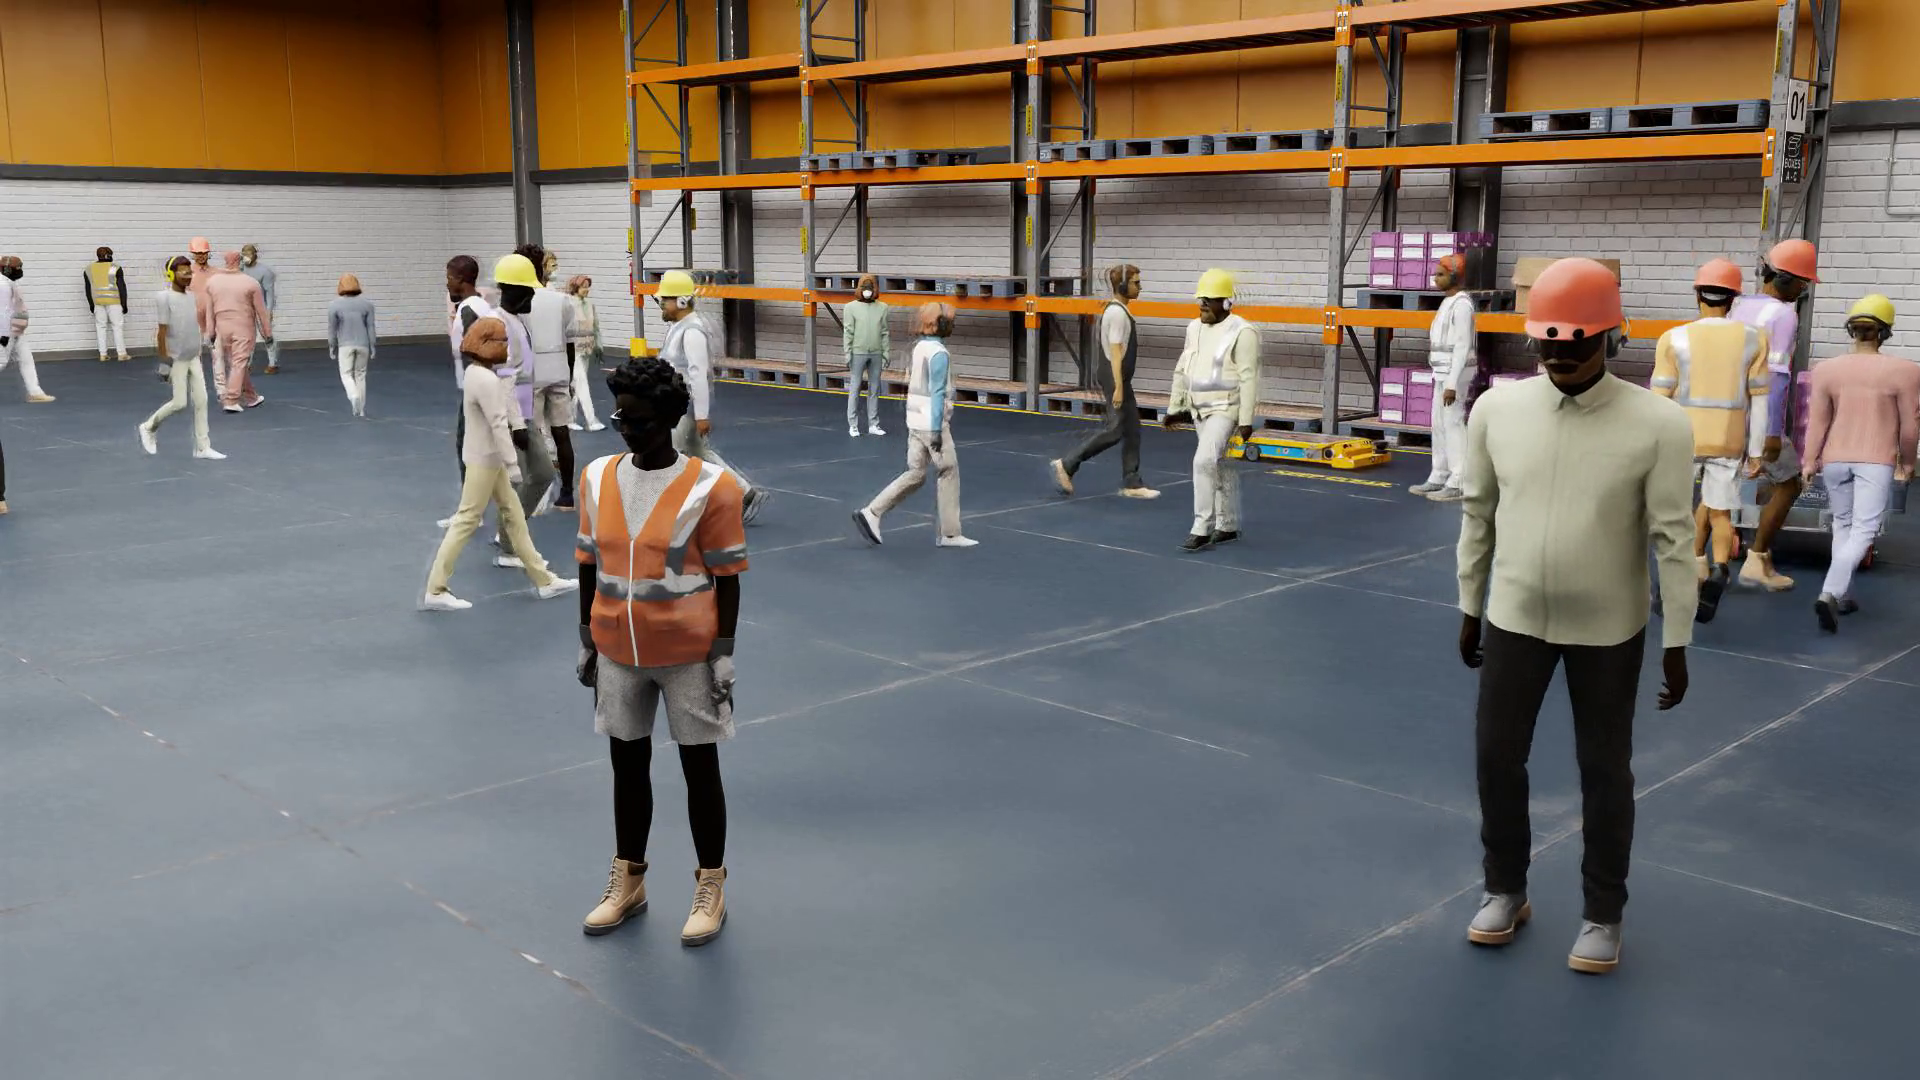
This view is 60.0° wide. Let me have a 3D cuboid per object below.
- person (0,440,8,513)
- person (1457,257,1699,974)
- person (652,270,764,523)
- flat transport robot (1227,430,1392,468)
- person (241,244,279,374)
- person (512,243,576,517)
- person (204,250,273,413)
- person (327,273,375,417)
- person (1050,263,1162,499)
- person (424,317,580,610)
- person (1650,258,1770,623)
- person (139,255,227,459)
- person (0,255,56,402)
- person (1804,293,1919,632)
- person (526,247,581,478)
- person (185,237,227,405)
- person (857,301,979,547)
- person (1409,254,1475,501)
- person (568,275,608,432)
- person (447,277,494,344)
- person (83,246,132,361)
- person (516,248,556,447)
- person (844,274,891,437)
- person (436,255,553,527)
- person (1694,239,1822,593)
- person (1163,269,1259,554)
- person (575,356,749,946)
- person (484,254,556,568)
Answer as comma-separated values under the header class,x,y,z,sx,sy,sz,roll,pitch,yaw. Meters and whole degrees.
class,x,y,z,sx,sy,sz,roll,pitch,yaw
person,-7.167,-1.152,11.824,0.535,2.000,0.687,0,10,0
person,1.651,0.224,4.536,0.655,1.967,0.494,7,12,32
person,-1.782,-0.934,11.336,0.850,1.804,0.611,-3,11,-16
flat transport robot,3.064,-0.830,14.899,1.431,0.197,0.652,9,14,42
person,-10.185,-3.311,24.023,0.651,1.884,1.023,1,10,5
person,-3.044,-1.149,12.027,0.601,1.961,0.372,-10,14,-44
person,-8.306,-2.411,19.212,0.669,1.850,1.013,1,10,6
person,-6.693,-2.132,18.357,0.499,1.614,0.627,-6,12,-29
person,1.126,-1.197,12.702,0.783,1.824,0.519,1,10,6
person,-2.537,-0.414,9.036,0.871,1.581,0.523,-4,11,-21
person,3.839,-0.489,8.594,0.625,1.912,0.688,3,11,14
person,-7.069,-1.636,15.025,0.725,1.847,0.516,3,11,14
person,-11.513,-2.515,19.974,0.920,1.794,0.672,-4,11,-19
person,4.618,-0.404,8.606,0.838,1.738,0.508,-9,13,-39
person,-3.408,-1.437,13.705,0.619,1.917,0.642,1,10,7
person,-9.078,-2.628,19.998,0.609,1.995,0.378,-6,12,-31
person,-0.281,-0.734,10.747,0.715,1.610,0.518,-3,11,-18
person,3.683,-1.231,12.721,0.486,1.879,0.608,1,10,3
person,-3.840,-1.907,17.090,0.800,1.601,0.535,6,12,28
person,-5.740,-2.412,19.524,0.524,1.739,0.758,-6,12,-30
person,-13.783,-3.817,26.915,0.625,1.839,0.430,0,10,-2
person,-4.006,-1.743,15.413,0.410,1.909,0.643,4,11,20
person,-0.937,-1.863,16.817,0.503,1.631,0.283,-5,12,-27
person,-3.276,-1.027,11.558,0.719,1.888,0.621,-3,11,-15
person,4.478,-0.669,9.311,0.739,1.991,0.751,-1,10,-3
person,1.557,-0.823,10.670,0.729,1.801,0.605,-5,12,-26
person,-0.864,0.318,4.763,0.531,1.692,0.320,3,11,17
person,-2.680,-0.758,10.051,0.417,1.902,0.613,0,10,0
